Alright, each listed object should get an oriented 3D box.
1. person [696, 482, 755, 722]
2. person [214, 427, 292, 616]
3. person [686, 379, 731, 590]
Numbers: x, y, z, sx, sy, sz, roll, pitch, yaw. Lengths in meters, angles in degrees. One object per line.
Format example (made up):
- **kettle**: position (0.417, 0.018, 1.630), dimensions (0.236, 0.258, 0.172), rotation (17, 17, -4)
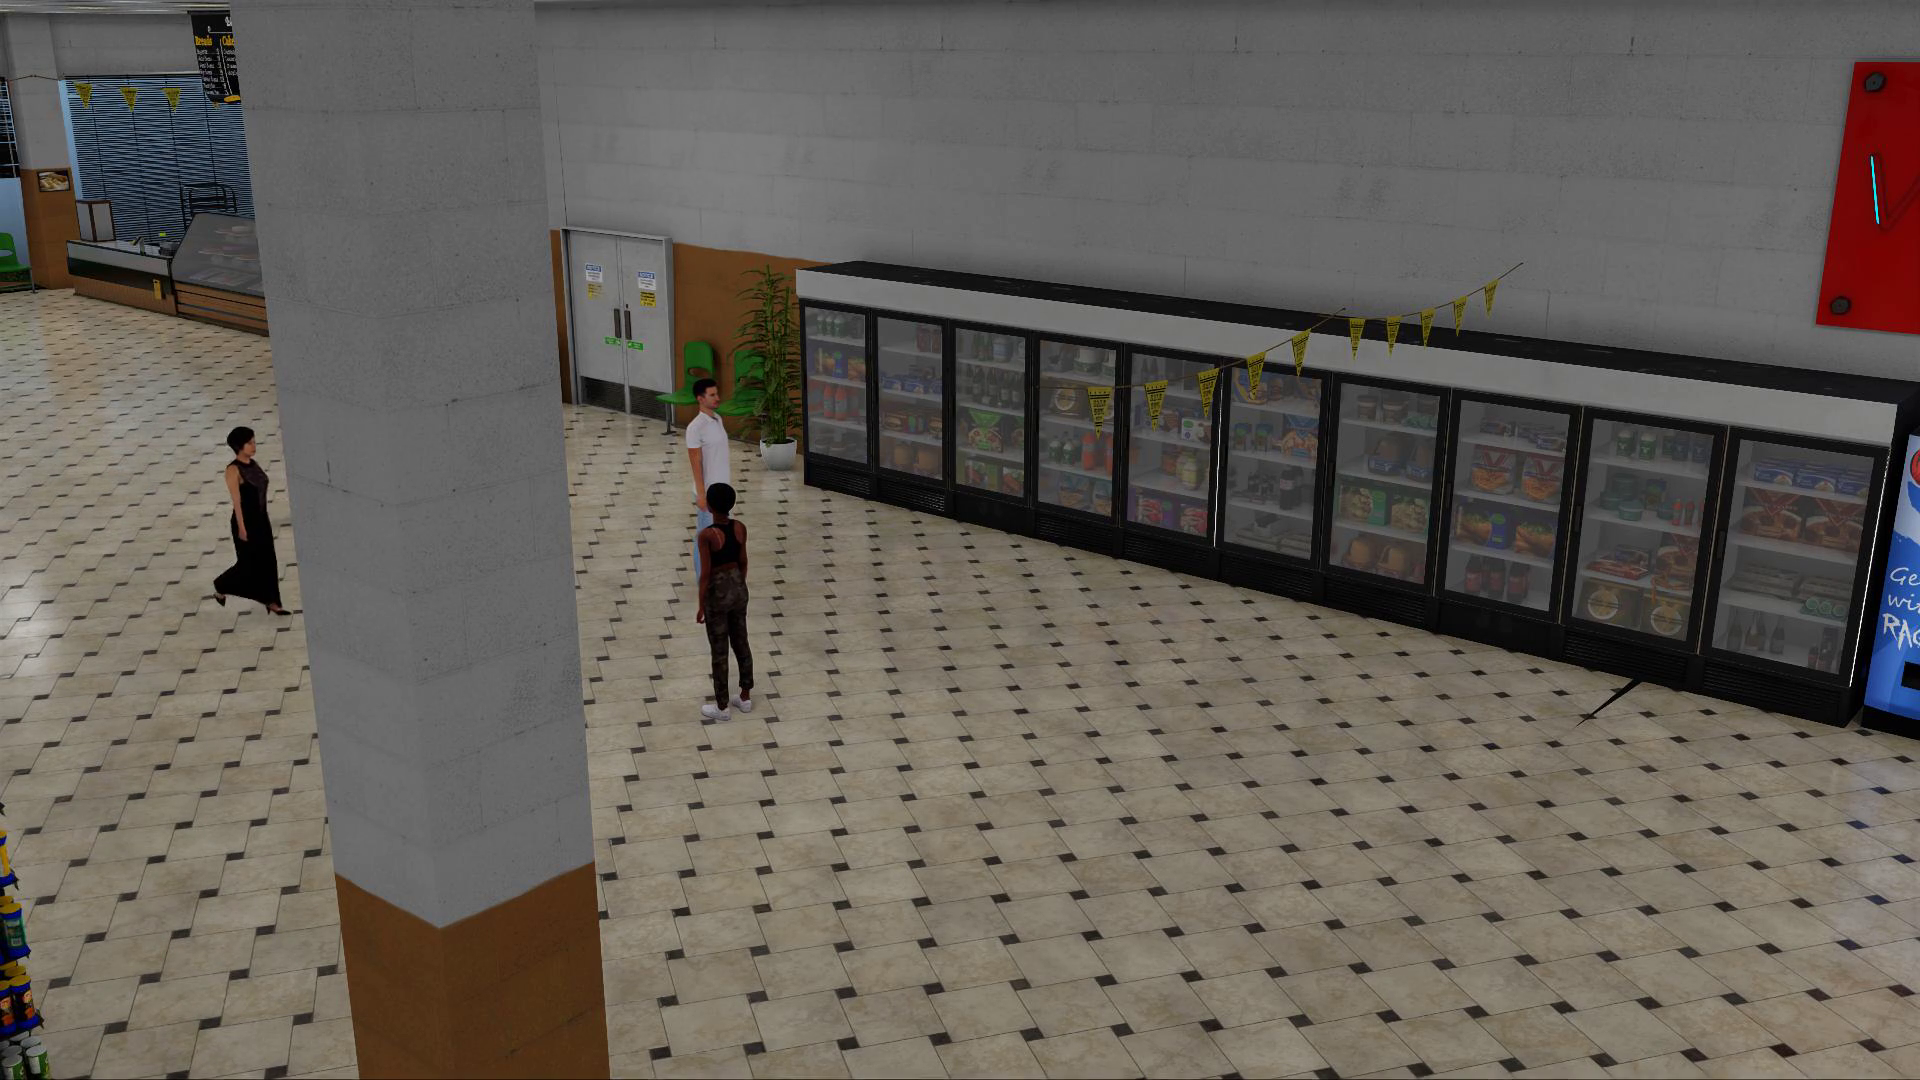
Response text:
- **person**: position (-1.636, 0.415, 11.569), dimensions (0.651, 1.700, 0.479), rotation (16, 23, 42)
- **person**: position (-5.846, -0.126, 13.550), dimensions (0.886, 1.584, 0.912), rotation (3, 17, 10)
- **person**: position (-2.120, -0.460, 14.163), dimensions (0.807, 1.866, 0.645), rotation (6, 18, 18)
